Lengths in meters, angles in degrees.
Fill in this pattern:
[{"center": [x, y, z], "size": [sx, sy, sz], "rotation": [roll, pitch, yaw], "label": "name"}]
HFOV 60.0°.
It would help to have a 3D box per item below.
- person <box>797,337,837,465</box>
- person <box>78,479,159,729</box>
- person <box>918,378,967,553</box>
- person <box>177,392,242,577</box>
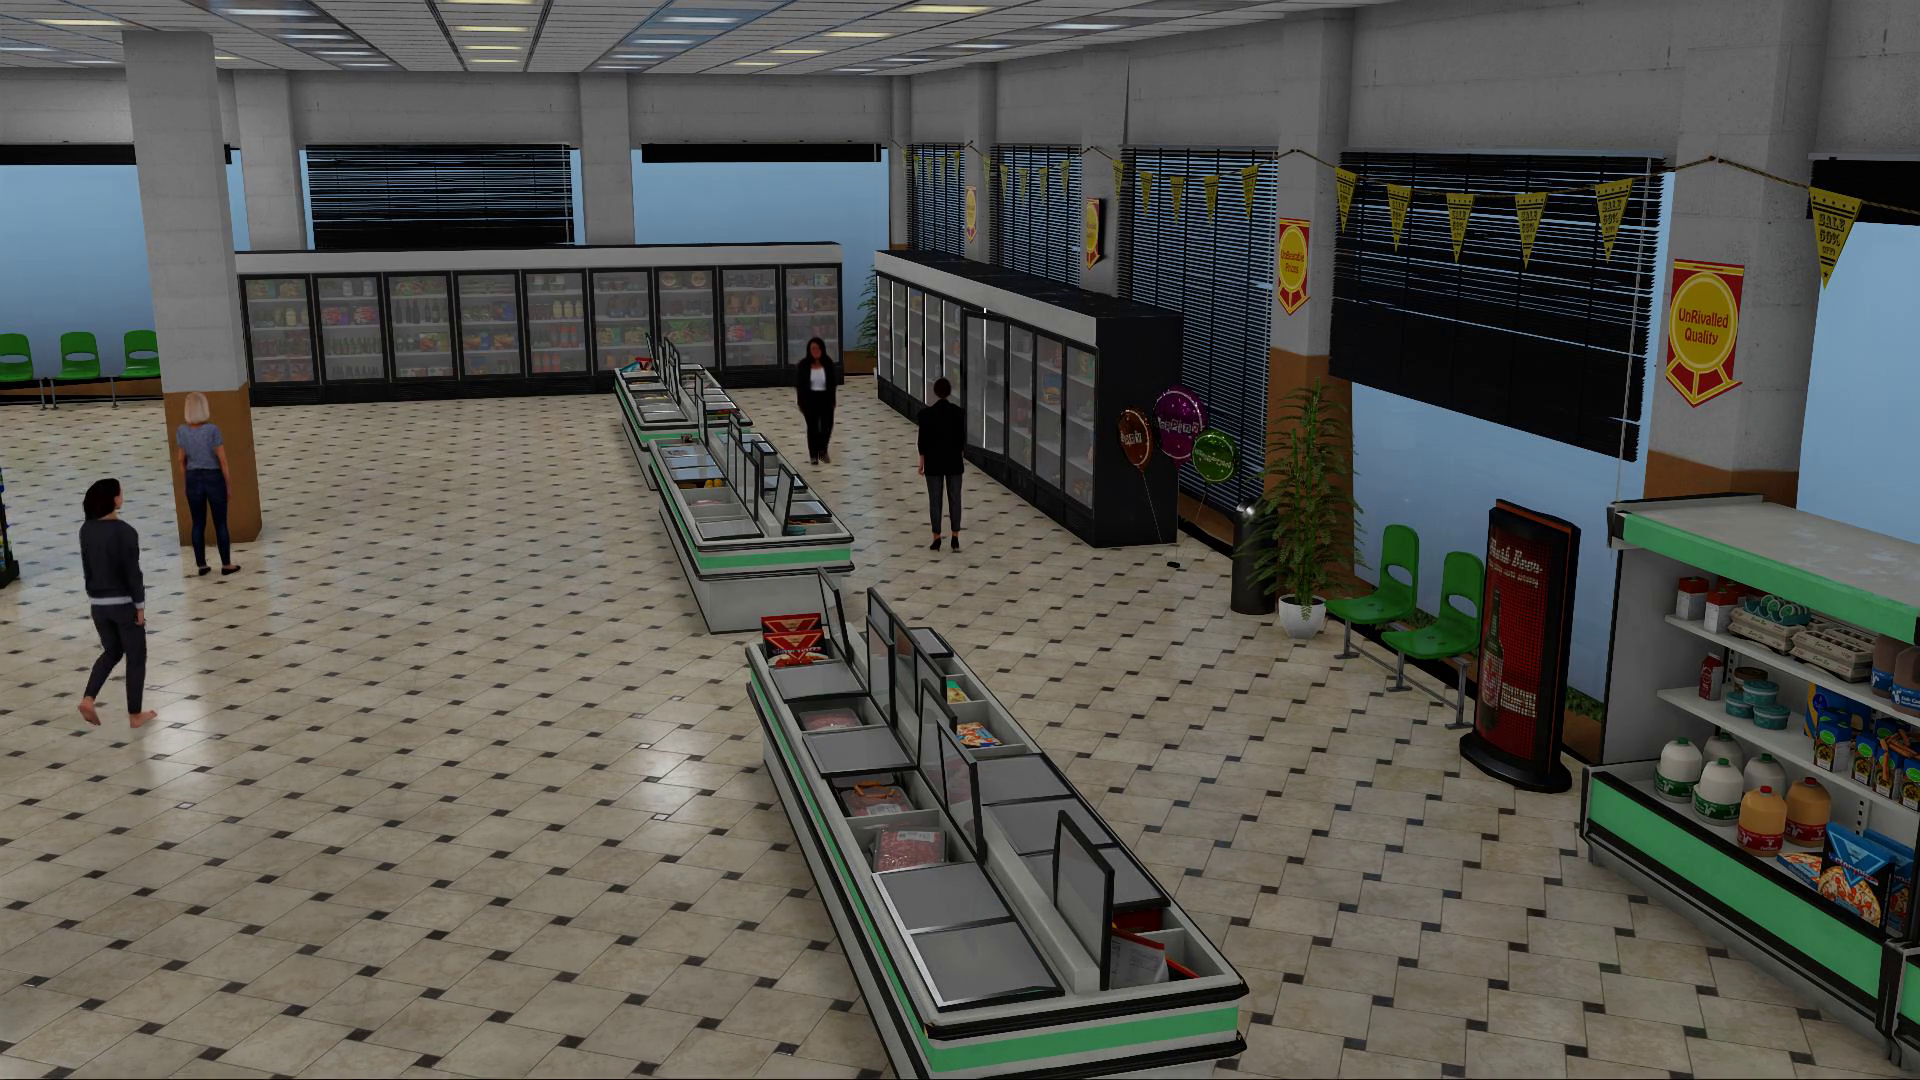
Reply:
[{"center": [-1.794, -1.732, 20.728], "size": [0.641, 1.604, 0.607], "rotation": [-4, 14, -15], "label": "person"}, {"center": [-5.816, 0.466, 11.342], "size": [0.799, 1.756, 0.912], "rotation": [2, 14, 10], "label": "person"}, {"center": [-0.161, -0.745, 16.413], "size": [0.639, 1.719, 0.572], "rotation": [-3, 14, -11], "label": "person"}, {"center": [-7.038, -0.526, 15.507], "size": [0.632, 1.721, 0.578], "rotation": [-1, 14, -2], "label": "person"}]
